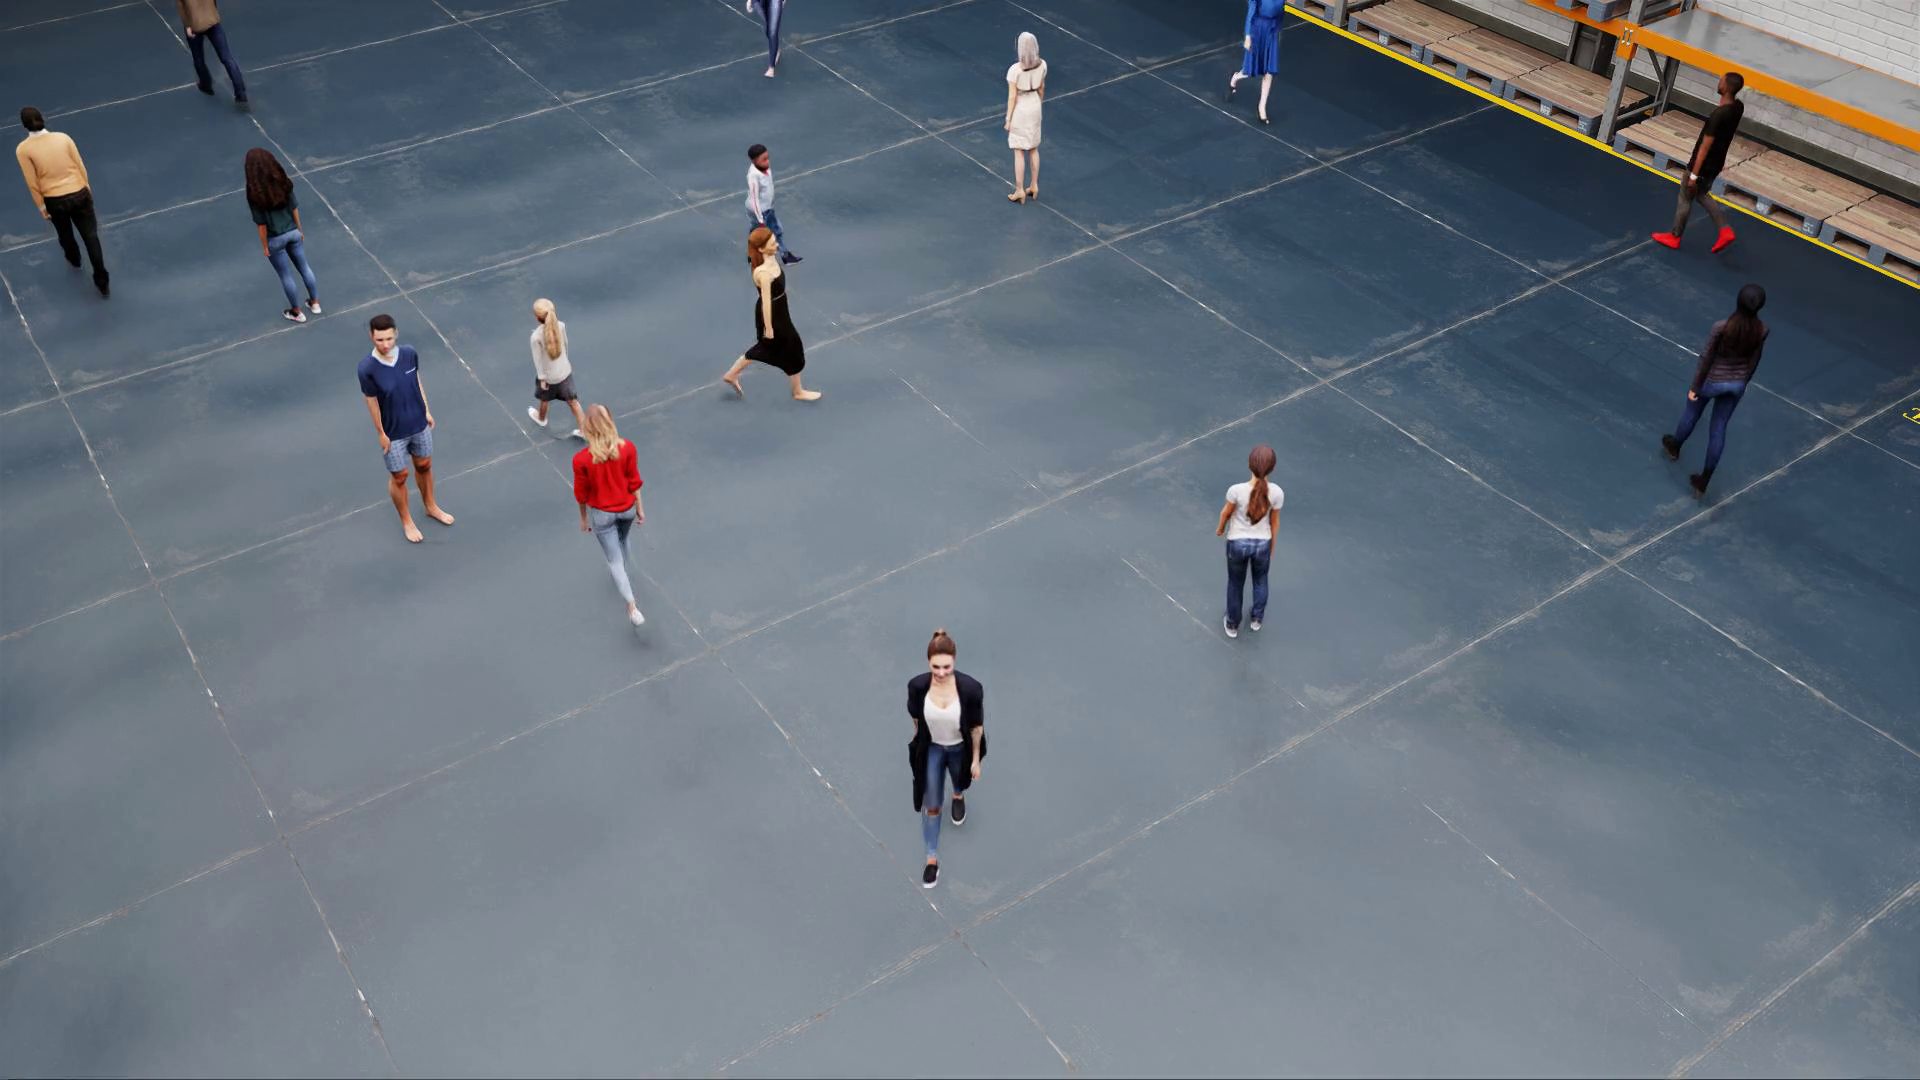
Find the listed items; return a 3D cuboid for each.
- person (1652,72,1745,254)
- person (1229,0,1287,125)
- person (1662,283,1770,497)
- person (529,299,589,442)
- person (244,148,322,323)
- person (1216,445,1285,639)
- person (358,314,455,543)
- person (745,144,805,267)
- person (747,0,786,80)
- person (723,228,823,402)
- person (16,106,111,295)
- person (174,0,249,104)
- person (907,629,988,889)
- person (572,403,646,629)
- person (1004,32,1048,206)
[{"bbox_3d":[7.036,-3.457,15.494,0.668,1.787,0.995,-27,46,-29],"label":"person"},{"bbox_3d":[3.226,-5.428,17.940,0.726,1.814,0.978,-16,41,-19],"label":"person"},{"bbox_3d":[5.801,-1.117,12.621,0.998,1.715,1.110,1,39,1],"label":"person"},{"bbox_3d":[-3.189,-1.324,13.259,0.921,1.242,0.638,30,47,32],"label":"person"},{"bbox_3d":[-5.991,-2.688,14.676,0.659,1.606,0.653,28,46,30],"label":"person"},{"bbox_3d":[1.955,0.042,11.297,0.690,1.556,0.750,3,39,3],"label":"person"},{"bbox_3d":[-4.095,-0.855,12.190,0.622,1.844,0.657,31,48,33],"label":"person"},{"bbox_3d":[-1.907,-3.110,15.500,0.857,1.237,0.732,15,41,18],"label":"person"},{"bbox_3d":[-2.184,-6.198,19.003,1.048,1.691,1.142,5,39,6],"label":"person"},{"bbox_3d":[-1.627,-1.813,13.591,1.000,1.593,1.058,-2,39,-2],"label":"person"},{"bbox_3d":[-8.049,-3.030,15.030,0.695,1.699,1.176,-21,43,-24],"label":"person"},{"bbox_3d":[-8.227,-5.636,18.175,1.226,1.846,0.789,32,48,33],"label":"person"},{"bbox_3d":[-0.055,1.156,9.835,1.059,1.640,1.160,3,39,4],"label":"person"},{"bbox_3d":[-2.367,-0.141,11.431,0.730,1.675,1.127,-17,42,-20],"label":"person"},{"bbox_3d":[0.650,-4.160,16.415,0.599,1.736,0.540,-22,43,-25],"label":"person"}]
